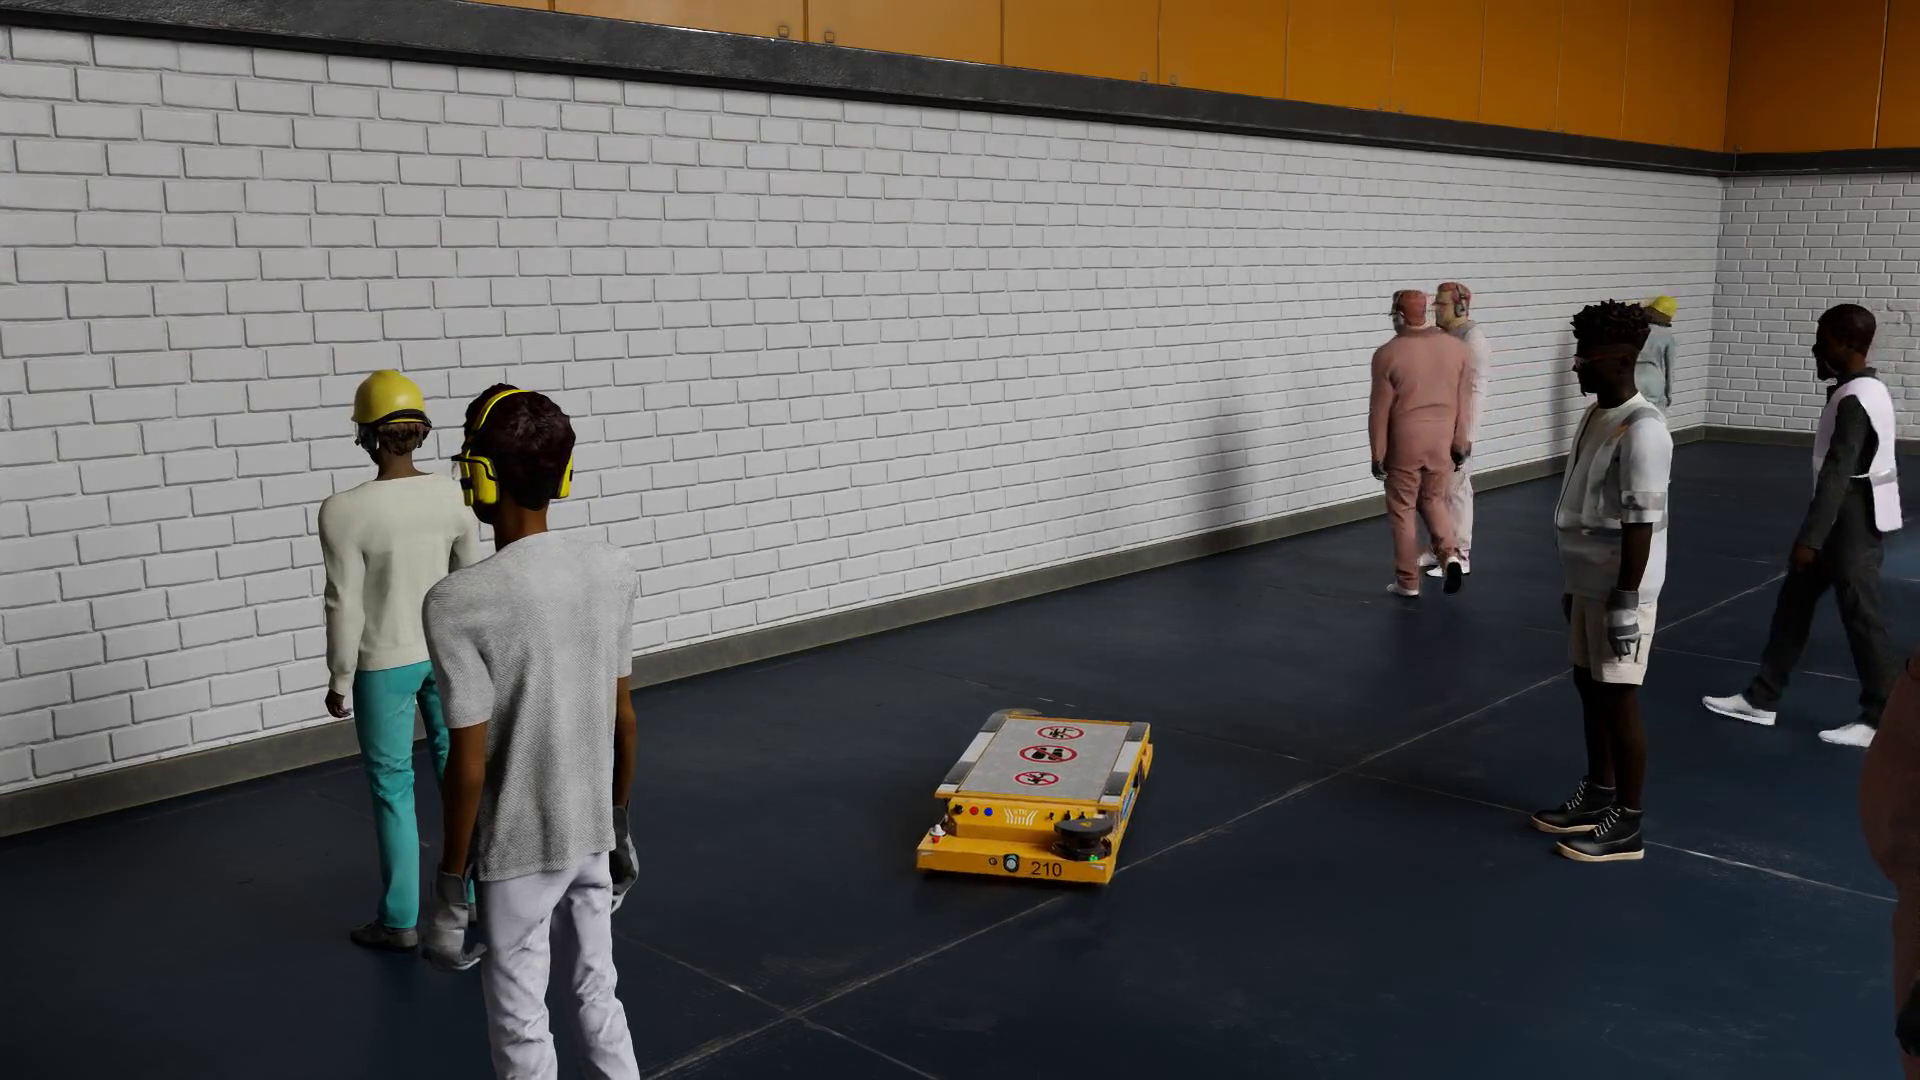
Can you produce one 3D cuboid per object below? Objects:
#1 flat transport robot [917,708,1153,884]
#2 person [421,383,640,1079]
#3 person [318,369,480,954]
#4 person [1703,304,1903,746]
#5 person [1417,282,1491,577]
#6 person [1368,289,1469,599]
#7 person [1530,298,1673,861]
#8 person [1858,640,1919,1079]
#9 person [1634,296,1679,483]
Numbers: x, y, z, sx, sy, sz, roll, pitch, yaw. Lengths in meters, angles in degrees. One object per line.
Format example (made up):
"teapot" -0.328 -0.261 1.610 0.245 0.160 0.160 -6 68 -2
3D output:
"flat transport robot" 0.324 0.914 6.211 0.652 0.197 1.431 2 10 12
"person" -0.844 0.626 3.301 0.328 1.872 0.509 6 12 32
"person" -1.689 0.369 5.064 0.310 1.769 0.525 8 13 38
"person" 3.663 -0.058 7.143 0.889 1.881 0.617 5 11 26
"person" 3.163 -0.716 10.841 0.409 1.906 0.651 -1 10 -8
"person" 2.755 -0.557 9.996 0.673 1.885 0.505 -3 10 -14
"person" 2.264 0.142 5.824 0.372 1.958 0.599 1 10 6
"person" 1.801 0.671 2.950 0.403 1.904 0.651 9 14 42
"person" 6.181 -1.339 14.985 0.582 1.701 0.379 3 11 19
